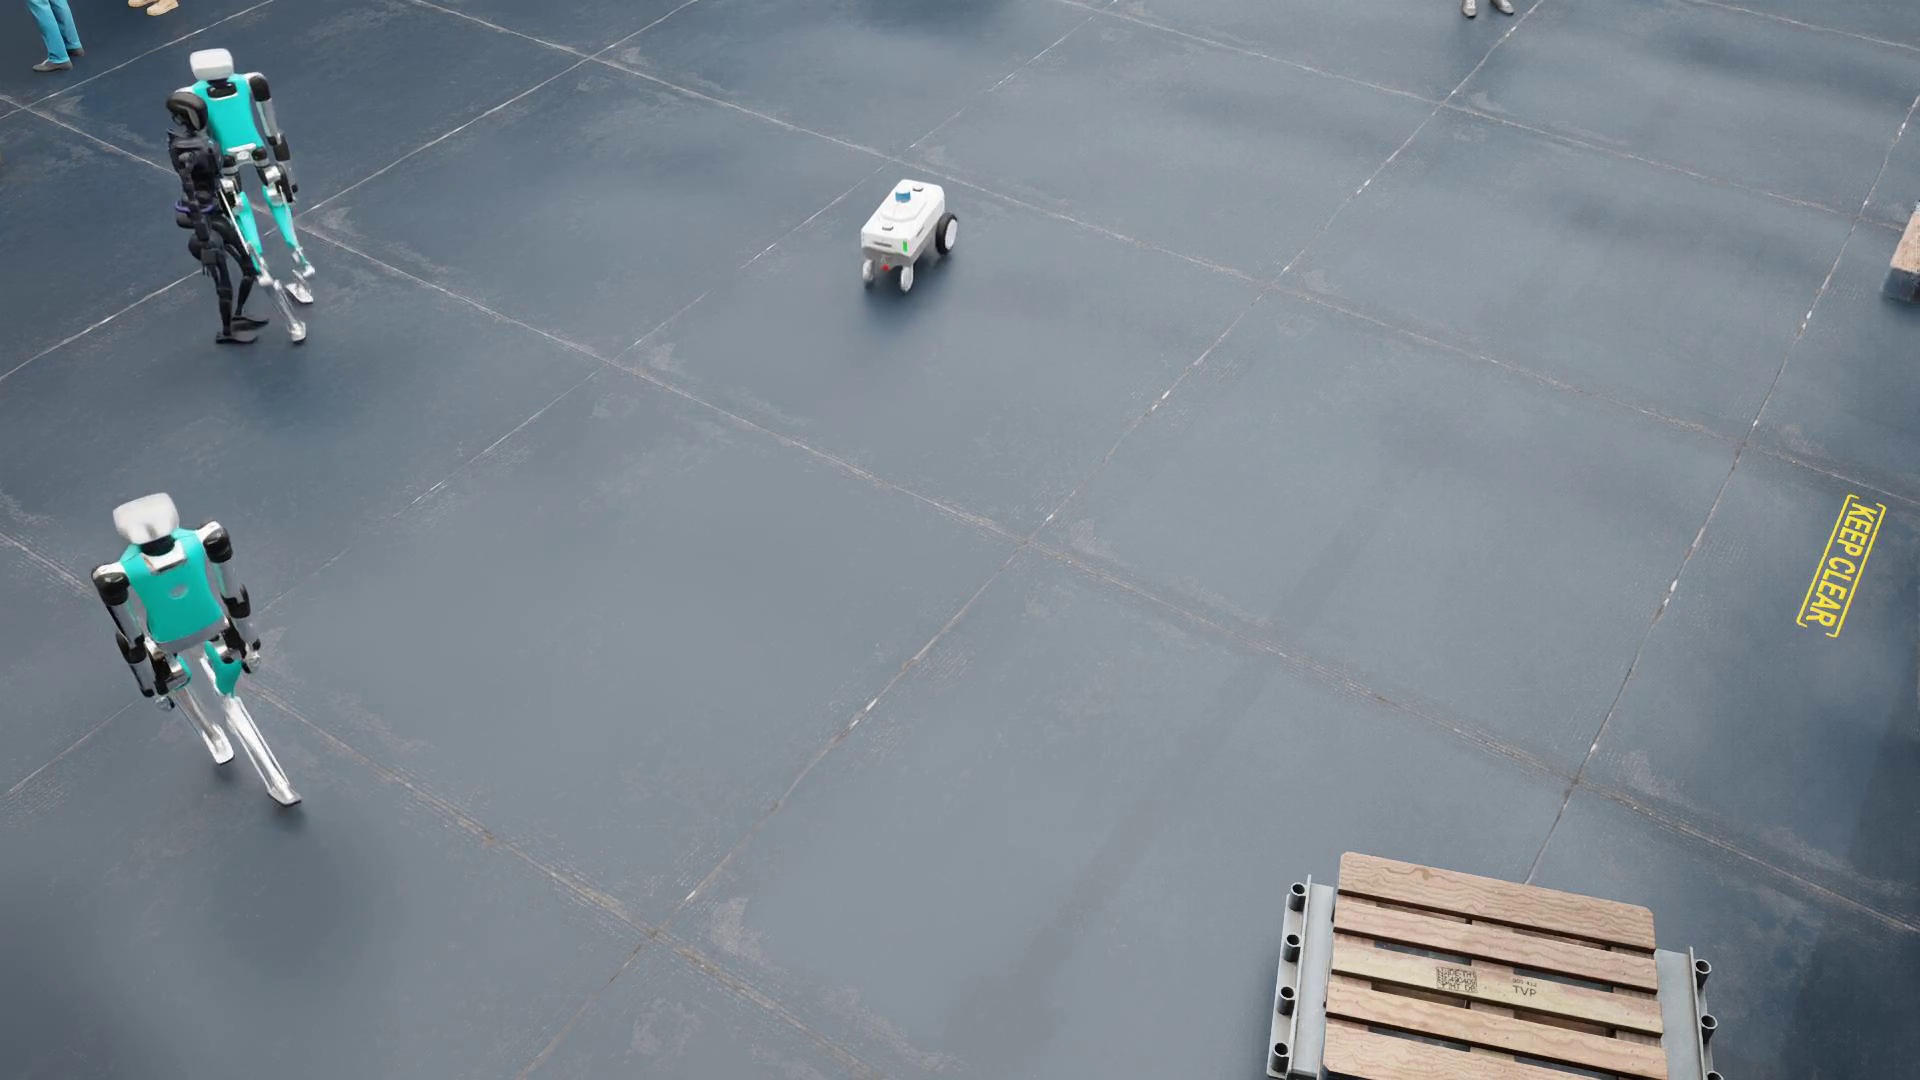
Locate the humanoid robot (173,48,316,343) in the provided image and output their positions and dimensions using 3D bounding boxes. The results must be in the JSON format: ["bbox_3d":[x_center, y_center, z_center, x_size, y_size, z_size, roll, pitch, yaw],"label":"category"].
[{"bbox_3d":[-4.158,-1.979,9.907,0.531,1.768,0.866,-22,46,-22],"label":"humanoid robot"}]

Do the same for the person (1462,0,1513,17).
[{"bbox_3d":[4.405,-5.184,13.327,0.568,1.938,0.415,-6,42,-7],"label":"person"}]

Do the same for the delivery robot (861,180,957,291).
[{"bbox_3d":[-0.367,-2.029,10.826,0.499,0.583,0.767,14,44,15],"label":"delivery robot"}]

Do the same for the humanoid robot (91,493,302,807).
[{"bbox_3d":[-3.333,0.434,7.182,0.547,1.733,0.973,-29,49,-28],"label":"humanoid robot"}]

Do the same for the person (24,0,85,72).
[{"bbox_3d":[-7.104,-4.474,12.599,0.391,1.849,0.563,2,42,2],"label":"person"}]

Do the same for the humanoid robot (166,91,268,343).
[{"bbox_3d":[-4.437,-1.897,9.849,0.392,1.632,0.615,-5,42,-6],"label":"humanoid robot"}]

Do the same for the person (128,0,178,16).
[{"bbox_3d":[-6.754,-5.130,13.408,0.489,1.749,0.315,29,50,29],"label":"person"}]
